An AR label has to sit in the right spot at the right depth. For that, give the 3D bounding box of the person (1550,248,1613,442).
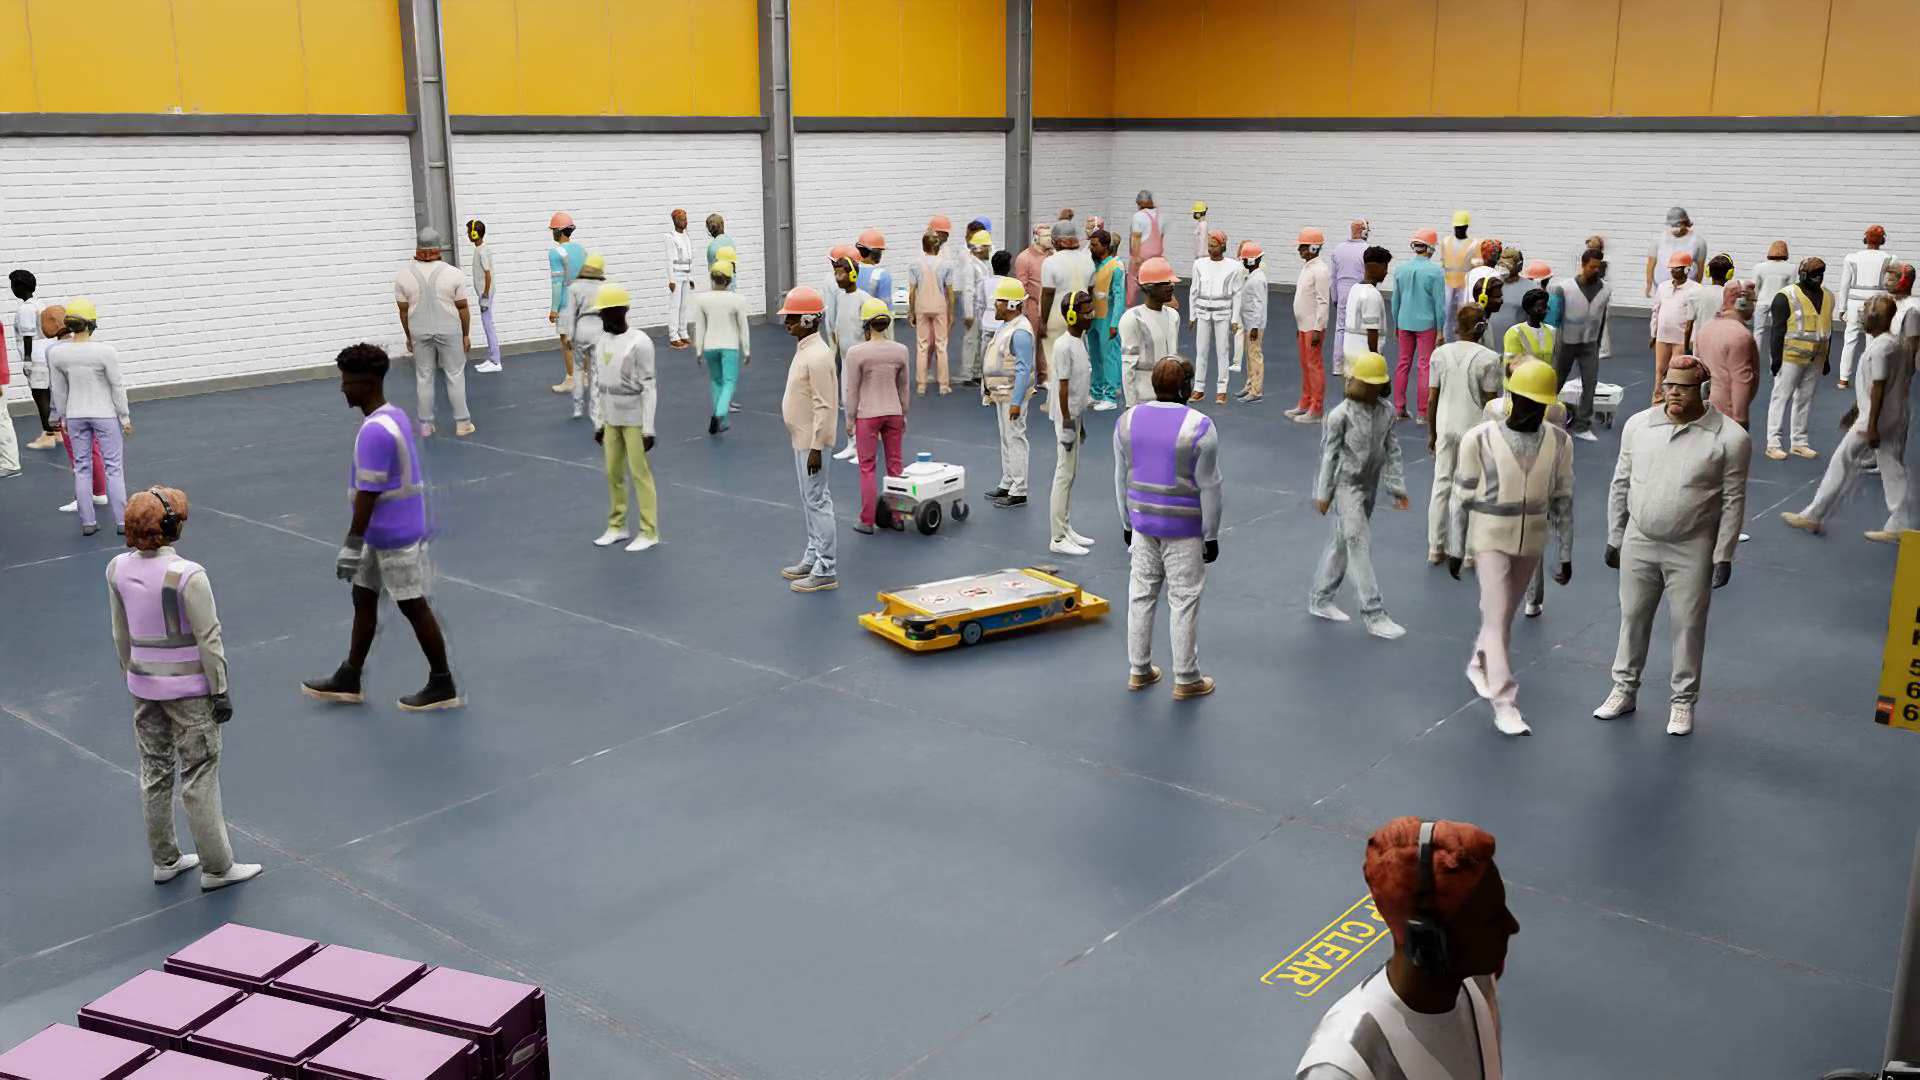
[{"bbox_3d":[5.991,-1.936,16.277,0.610,1.872,0.830,-2,14,-7],"label":"person"}]

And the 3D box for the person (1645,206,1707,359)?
[{"bbox_3d":[9.294,-3.363,21.612,0.682,2.000,0.891,10,17,35],"label":"person"}]

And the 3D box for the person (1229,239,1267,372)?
[{"bbox_3d":[3.541,-2.898,20.579,0.498,1.633,0.285,-2,14,-8],"label":"person"}]

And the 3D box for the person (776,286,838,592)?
[{"bbox_3d":[-0.989,-0.661,10.908,0.382,1.993,0.622,-3,14,-14],"label":"person"}]

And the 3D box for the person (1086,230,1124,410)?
[{"bbox_3d":[1.526,-2.359,17.849,0.378,1.917,0.597,-8,16,-28],"label":"person"}]

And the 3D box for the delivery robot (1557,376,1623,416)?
[{"bbox_3d":[6.316,-1.460,16.830,0.707,0.478,0.477,2,14,6],"label":"delivery robot"}]

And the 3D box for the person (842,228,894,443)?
[{"bbox_3d":[-0.859,-1.964,16.018,0.610,2.042,0.396,11,18,37],"label":"person"}]

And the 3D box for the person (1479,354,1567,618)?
[{"bbox_3d":[3.464,-0.328,10.290,0.520,1.645,0.307,4,14,14],"label":"person"}]

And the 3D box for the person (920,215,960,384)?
[{"bbox_3d":[-0.273,-2.819,19.562,0.559,1.984,0.634,7,16,27],"label":"person"}]

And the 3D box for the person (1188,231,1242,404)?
[{"bbox_3d":[2.782,-2.436,18.222,0.573,1.886,0.354,6,15,23],"label":"person"}]

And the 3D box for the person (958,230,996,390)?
[{"bbox_3d":[0.201,-2.658,19.279,0.407,1.807,0.668,5,15,18],"label":"person"}]

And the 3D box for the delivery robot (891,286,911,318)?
[{"bbox_3d":[-0.909,-3.680,25.703,0.477,0.478,0.707,-1,14,-2],"label":"delivery robot"}]

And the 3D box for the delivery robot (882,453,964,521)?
[{"bbox_3d":[-0.274,-0.421,12.679,0.477,0.478,0.707,9,17,33],"label":"delivery robot"}]

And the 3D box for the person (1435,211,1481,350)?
[{"bbox_3d":[6.436,-3.311,21.675,0.599,1.894,0.885,12,18,40],"label":"person"}]

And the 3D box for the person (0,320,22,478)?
[{"bbox_3d":[-8.442,-1.406,14.404,0.574,1.740,0.348,13,19,41],"label":"person"}]

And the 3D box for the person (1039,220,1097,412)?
[{"bbox_3d":[1.084,-2.383,17.695,0.690,2.000,0.536,-10,17,-34],"label":"person"}]

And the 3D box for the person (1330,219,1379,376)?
[{"bbox_3d":[4.783,-2.912,20.084,0.403,1.906,0.651,-12,18,-40],"label":"person"}]

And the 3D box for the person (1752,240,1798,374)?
[{"bbox_3d":[9.975,-2.857,20.430,0.502,1.627,0.288,9,17,32],"label":"person"}]

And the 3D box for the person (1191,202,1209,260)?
[{"bbox_3d":[3.971,-4.713,27.586,0.339,1.761,0.524,1,14,4],"label":"person"}]

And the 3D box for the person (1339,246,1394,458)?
[{"bbox_3d":[3.655,-1.663,14.988,0.389,1.957,0.607,-1,14,-4],"label":"person"}]

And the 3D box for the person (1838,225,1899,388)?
[{"bbox_3d":[10.452,-2.674,19.178,0.575,1.884,0.355,10,17,34],"label":"person"}]

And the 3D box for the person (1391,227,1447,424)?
[{"bbox_3d":[4.700,-2.188,17.014,0.387,1.993,0.611,-12,19,-40],"label":"person"}]

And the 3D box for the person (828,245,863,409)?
[{"bbox_3d":[-1.128,-2.269,17.822,0.564,1.751,0.330,4,15,15],"label":"person"}]

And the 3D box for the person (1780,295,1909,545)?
[{"bbox_3d":[6.610,-0.890,12.224,0.959,1.788,0.517,13,19,41],"label":"person"}]

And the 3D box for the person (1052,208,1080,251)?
[{"bbox_3d":[1.796,-4.894,28.624,0.532,1.603,0.838,13,19,41],"label":"person"}]

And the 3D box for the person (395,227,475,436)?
[{"bbox_3d":[-5.132,-2.043,16.337,0.684,2.000,0.538,-1,14,-4],"label":"person"}]

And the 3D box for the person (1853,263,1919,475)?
[{"bbox_3d":[8.162,-1.478,14.484,0.390,1.841,0.564,3,14,13],"label":"person"}]

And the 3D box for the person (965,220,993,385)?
[{"bbox_3d":[0.235,-2.775,19.513,0.372,1.916,0.596,1,14,5],"label":"person"}]

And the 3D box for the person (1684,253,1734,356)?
[{"bbox_3d":[6.861,-1.668,15.183,0.518,1.874,0.326,11,18,38],"label":"person"}]

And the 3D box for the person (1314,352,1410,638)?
[{"bbox_3d":[2.450,-0.272,9.942,0.483,1.694,0.855,-10,17,-34],"label":"person"}]

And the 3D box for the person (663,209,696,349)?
[{"bbox_3d":[-3.832,-3.578,22.793,0.354,1.883,0.572,5,15,20],"label":"person"}]

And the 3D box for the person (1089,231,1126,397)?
[{"bbox_3d":[1.681,-2.540,18.729,0.345,1.841,0.506,-3,14,-11],"label":"person"}]

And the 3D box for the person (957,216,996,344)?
[{"bbox_3d":[0.233,-2.967,20.259,0.619,1.933,0.420,-13,19,-42],"label":"person"}]

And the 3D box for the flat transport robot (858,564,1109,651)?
[{"bbox_3d":[0.154,0.396,10.180,1.431,0.197,0.652,-9,17,-33],"label":"flat transport robot"}]

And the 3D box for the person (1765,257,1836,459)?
[{"bbox_3d":[7.687,-1.654,15.195,0.643,1.840,0.429,-4,14,-14],"label":"person"}]

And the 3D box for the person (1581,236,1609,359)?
[{"bbox_3d":[8.267,-3.145,21.610,0.559,1.605,0.531,-2,14,-8],"label":"person"}]

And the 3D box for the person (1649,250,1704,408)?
[{"bbox_3d":[7.376,-2.112,17.193,0.330,1.750,0.573,-9,17,-32],"label":"person"}]
